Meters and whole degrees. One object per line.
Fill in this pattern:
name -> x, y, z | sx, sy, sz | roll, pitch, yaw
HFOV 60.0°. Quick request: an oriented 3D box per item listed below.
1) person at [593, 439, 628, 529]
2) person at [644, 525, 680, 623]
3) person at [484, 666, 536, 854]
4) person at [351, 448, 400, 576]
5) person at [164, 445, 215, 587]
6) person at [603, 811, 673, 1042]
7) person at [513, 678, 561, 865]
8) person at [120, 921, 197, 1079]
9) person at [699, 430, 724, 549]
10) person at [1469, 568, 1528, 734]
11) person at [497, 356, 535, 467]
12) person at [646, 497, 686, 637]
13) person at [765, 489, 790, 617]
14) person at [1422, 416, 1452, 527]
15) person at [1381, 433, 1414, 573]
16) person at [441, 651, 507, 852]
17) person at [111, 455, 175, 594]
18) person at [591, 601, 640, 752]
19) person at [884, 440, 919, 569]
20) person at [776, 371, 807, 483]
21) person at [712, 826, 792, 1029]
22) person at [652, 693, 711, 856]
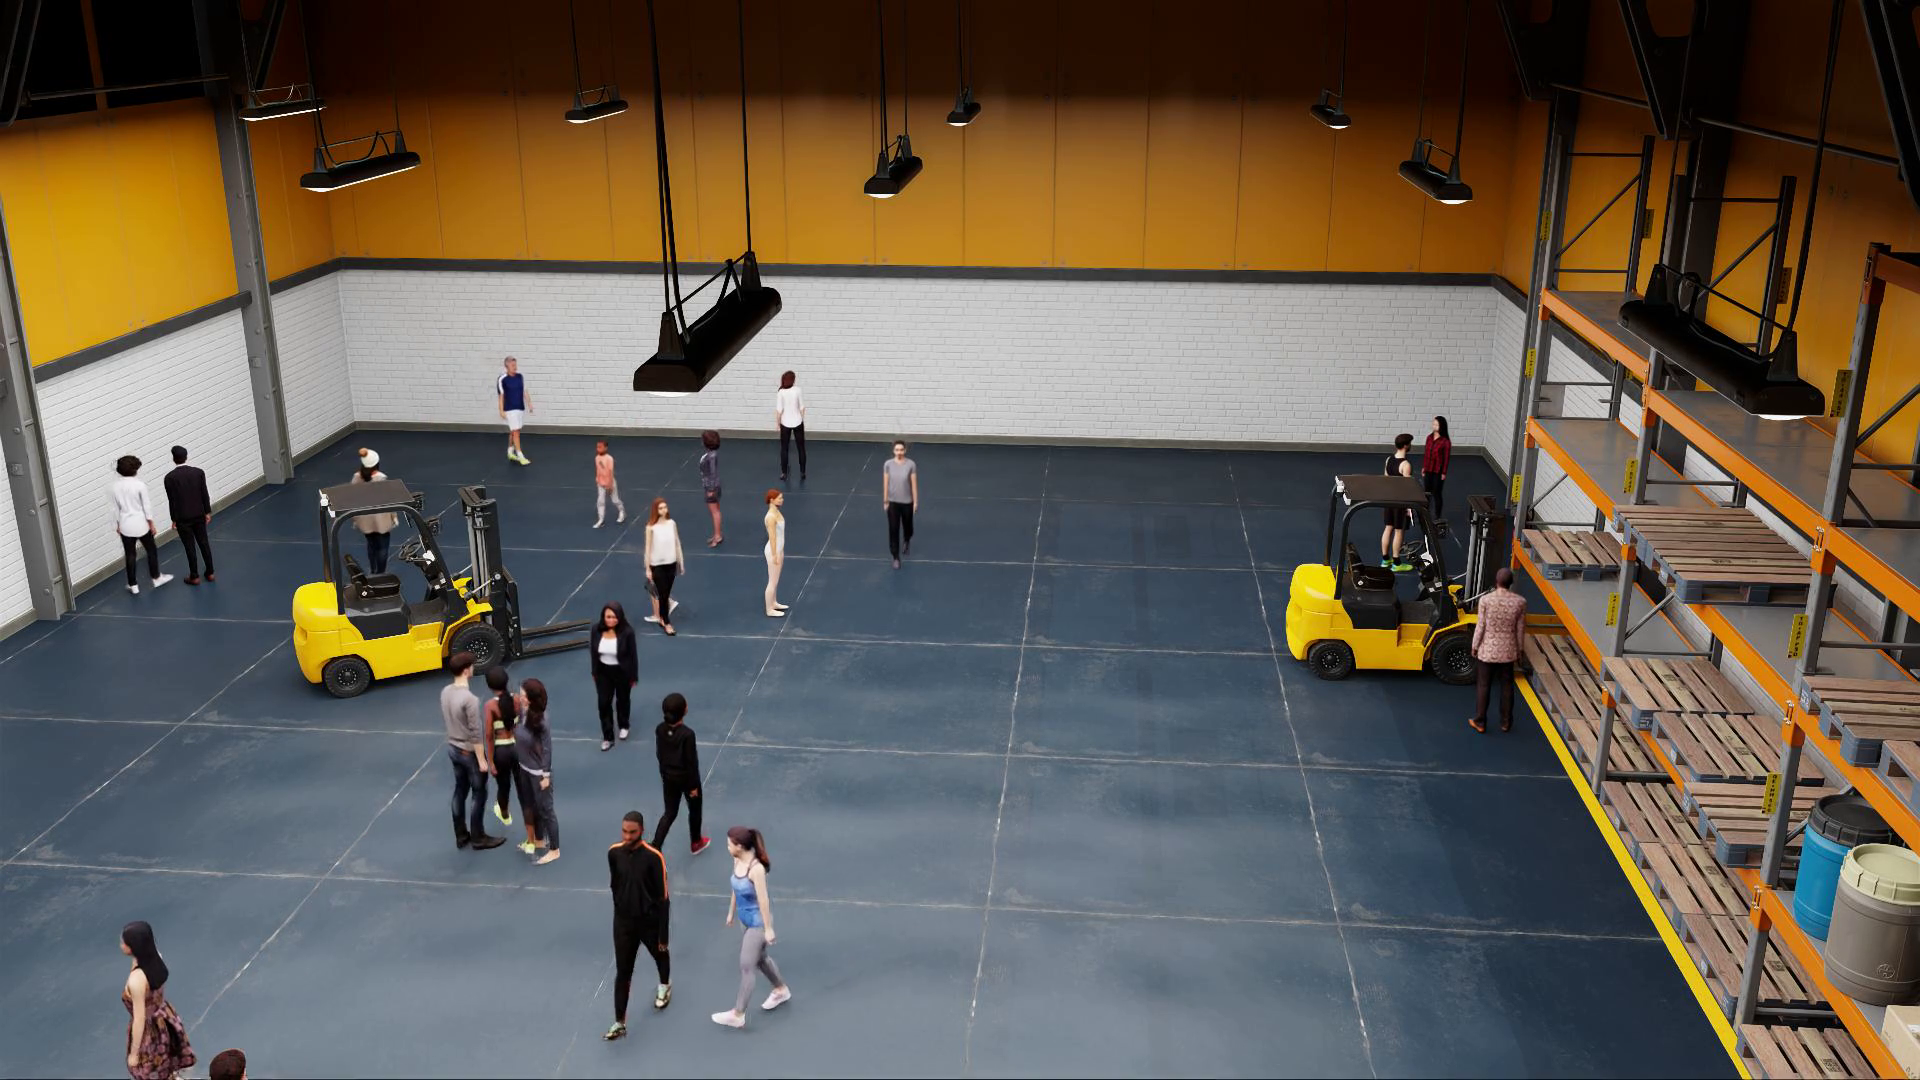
person -> -5.127, -0.854, 24.360 | 0.675, 1.301, 0.935 | 8, 20, 23
person -> -3.737, 0.396, 20.706 | 0.613, 1.264, 0.583 | 1, 19, 4
person -> -4.060, 2.039, 15.145 | 1.053, 1.700, 1.262 | -10, 21, -28
person -> -7.720, -0.280, 21.754 | 0.730, 1.876, 0.685 | 4, 19, 10
person -> -10.148, -0.337, 21.915 | 0.827, 1.883, 0.726 | 16, 24, 39
person -> -2.387, 2.845, 12.656 | 0.725, 1.762, 1.192 | 4, 19, 11
person -> -3.834, 2.051, 14.995 | 0.758, 1.772, 0.736 | -14, 23, -36
person -> -5.370, 3.342, 11.162 | 0.793, 1.772, 0.694 | -3, 19, -9
person -> -3.477, -0.733, 23.374 | 0.709, 1.700, 0.523 | -1, 19, -3
person -> 5.683, 1.162, 17.580 | 0.696, 1.807, 0.583 | 1, 19, 2
person -> -7.411, -2.147, 27.414 | 0.993, 1.803, 1.033 | 12, 22, 31
person -> -3.675, 0.291, 20.321 | 0.853, 1.709, 0.911 | -15, 24, -38
person -> -2.335, 0.144, 20.863 | 0.607, 1.642, 0.422 | 0, 19, 1
person -> 6.954, -1.012, 24.282 | 0.717, 1.650, 0.636 | -12, 22, -32
person -> 5.910, -0.517, 22.434 | 0.833, 1.892, 0.706 | -8, 20, -23
person -> -4.496, 1.938, 15.136 | 0.793, 1.897, 0.823 | 16, 25, 40
person -> -10.764, -0.197, 21.633 | 0.755, 1.796, 0.770 | -3, 19, -9
person -> -3.594, 1.355, 17.351 | 0.734, 1.587, 0.905 | -1, 19, -1
person -> -0.820, -0.531, 22.724 | 0.706, 1.734, 1.050 | -1, 19, -2
person -> -2.673, -1.808, 26.419 | 0.680, 1.795, 0.648 | -5, 19, -15
person -> -1.510, 2.919, 12.730 | 0.973, 1.573, 0.969 | -11, 22, -30
person -> -2.547, 2.171, 14.830 | 0.858, 1.651, 1.143 | 9, 20, 24
